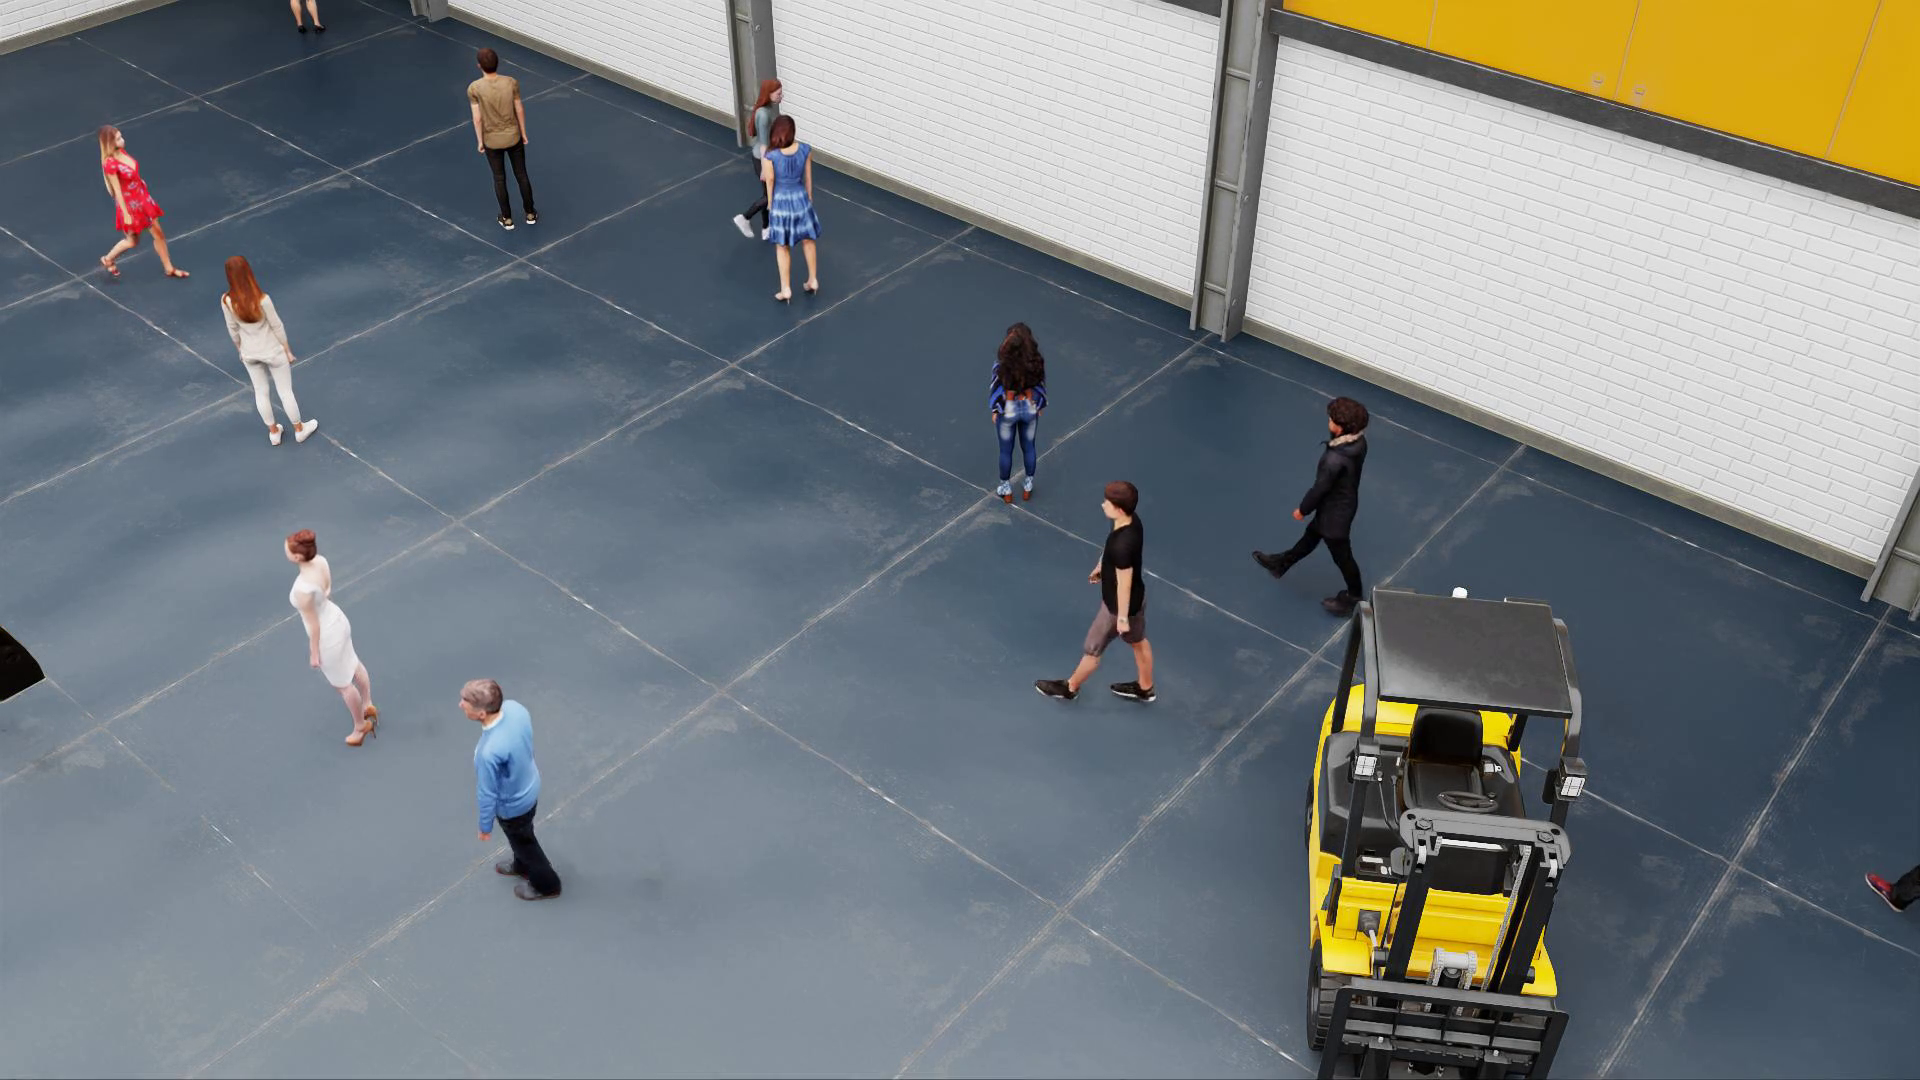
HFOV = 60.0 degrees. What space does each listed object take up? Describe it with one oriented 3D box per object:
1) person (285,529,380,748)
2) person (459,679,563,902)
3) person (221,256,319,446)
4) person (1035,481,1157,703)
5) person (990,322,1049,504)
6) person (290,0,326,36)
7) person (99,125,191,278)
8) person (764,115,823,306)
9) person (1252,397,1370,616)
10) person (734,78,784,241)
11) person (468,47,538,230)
[{"bbox_3d":[-4.055,0.629,10.748,0.677,1.790,0.637,0,39,1],"label":"person"},{"bbox_3d":[-2.525,1.473,9.684,0.891,1.801,0.851,3,39,4],"label":"person"},{"bbox_3d":[-5.664,-1.527,13.510,0.677,1.713,0.747,-1,39,-1],"label":"person"},{"bbox_3d":[1.159,0.400,11.006,1.189,1.828,1.018,7,39,9],"label":"person"},{"bbox_3d":[0.447,-0.995,12.921,0.696,1.616,0.740,-6,39,-8],"label":"person"},{"bbox_3d":[-8.203,-7.056,20.467,0.794,1.671,0.855,-3,39,-3],"label":"person"},{"bbox_3d":[-7.864,-3.140,15.643,1.048,1.572,0.956,-1,39,-1],"label":"person"},{"bbox_3d":[-1.559,-3.048,15.345,0.757,1.801,0.705,-22,44,-25],"label":"person"},{"bbox_3d":[2.745,-0.174,11.811,1.168,1.719,0.772,18,42,22],"label":"person"},{"bbox_3d":[-1.949,-3.639,16.146,0.941,1.724,0.873,-5,39,-6],"label":"person"},{"bbox_3d":[-4.532,-3.983,16.475,0.742,1.850,0.726,-16,41,-19],"label":"person"}]
